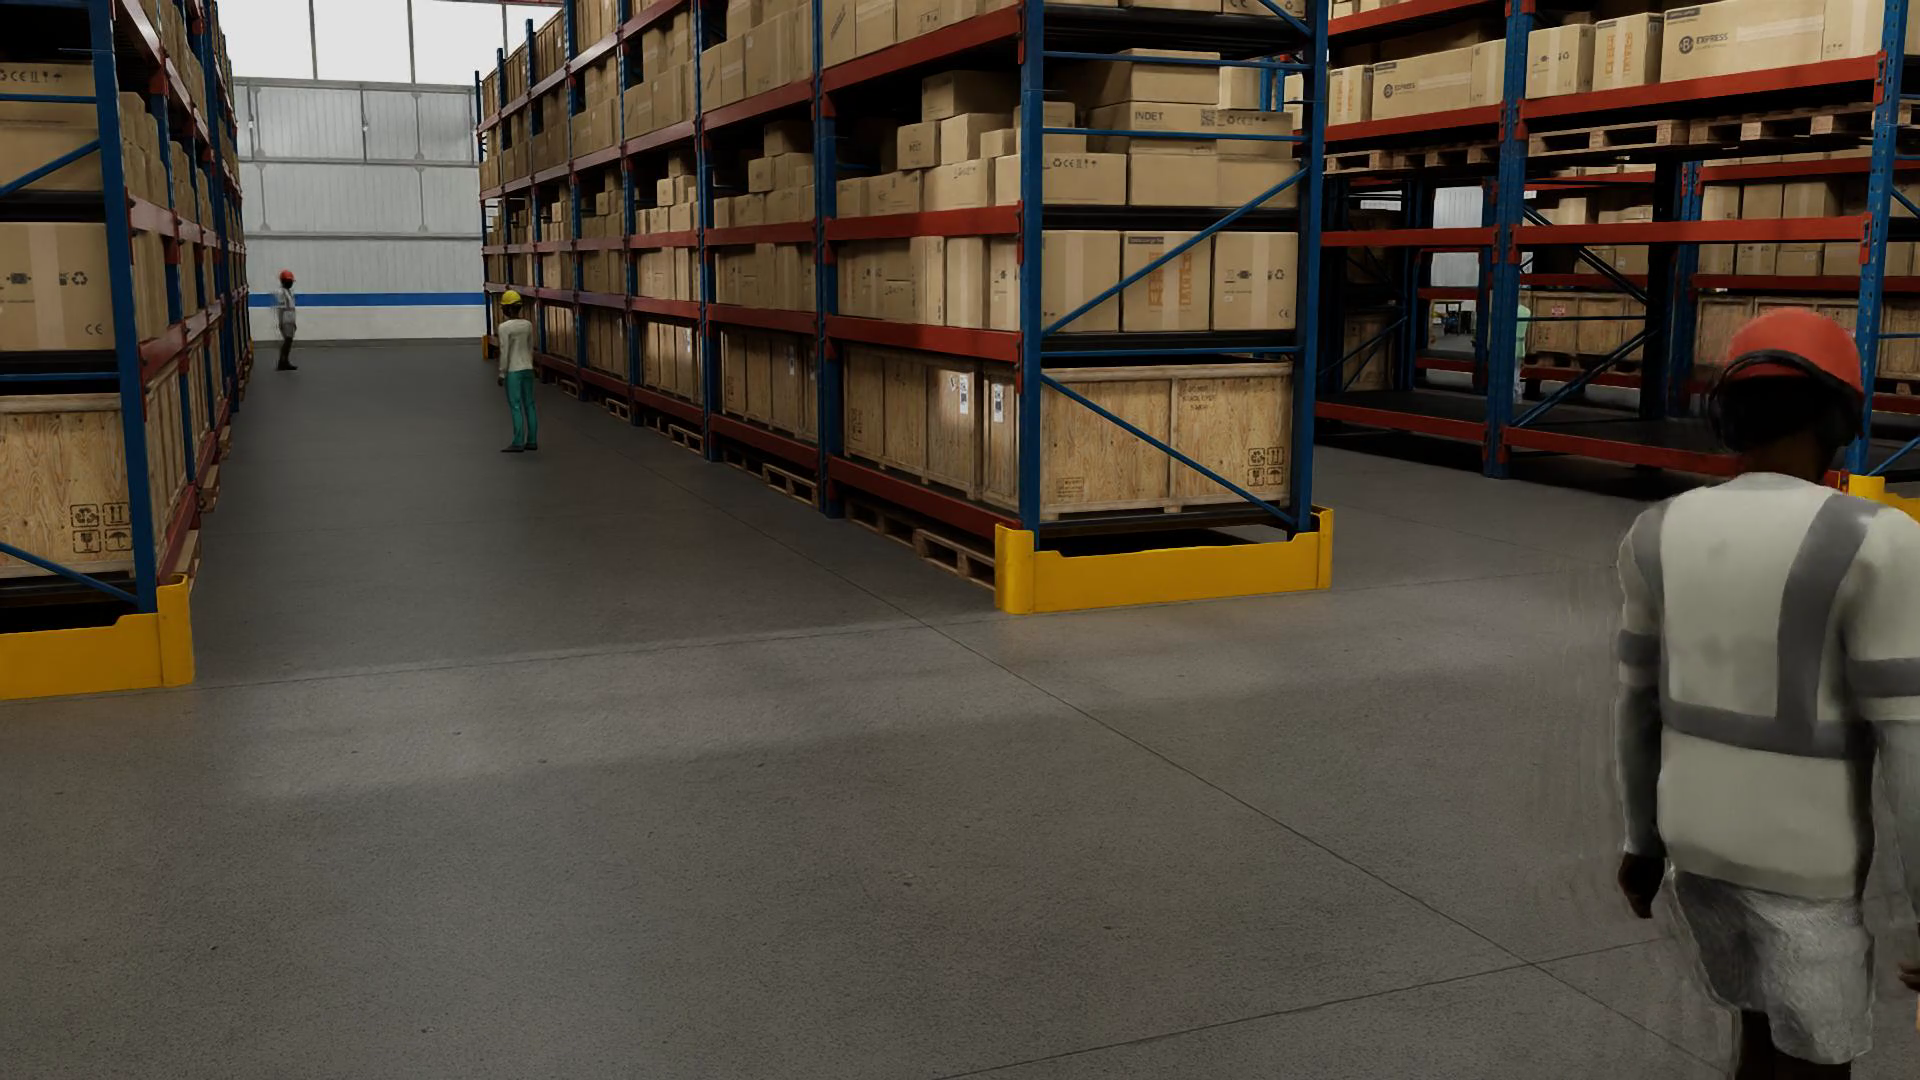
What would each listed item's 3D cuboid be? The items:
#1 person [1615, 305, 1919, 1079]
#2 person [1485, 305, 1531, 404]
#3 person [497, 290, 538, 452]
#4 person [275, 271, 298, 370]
[{"bbox_3d":[1.414,0.577,3.057,0.794,1.994,0.706,-4,10,-24],"label":"person"},{"bbox_3d":[6.542,-2.157,19.876,0.567,1.846,0.389,-4,10,-24],"label":"person"},{"bbox_3d":[-4.862,-1.838,18.202,0.318,1.769,0.522,4,10,25],"label":"person"},{"bbox_3d":[-12.964,-4.211,32.029,0.368,1.908,0.643,0,9,-2],"label":"person"}]
